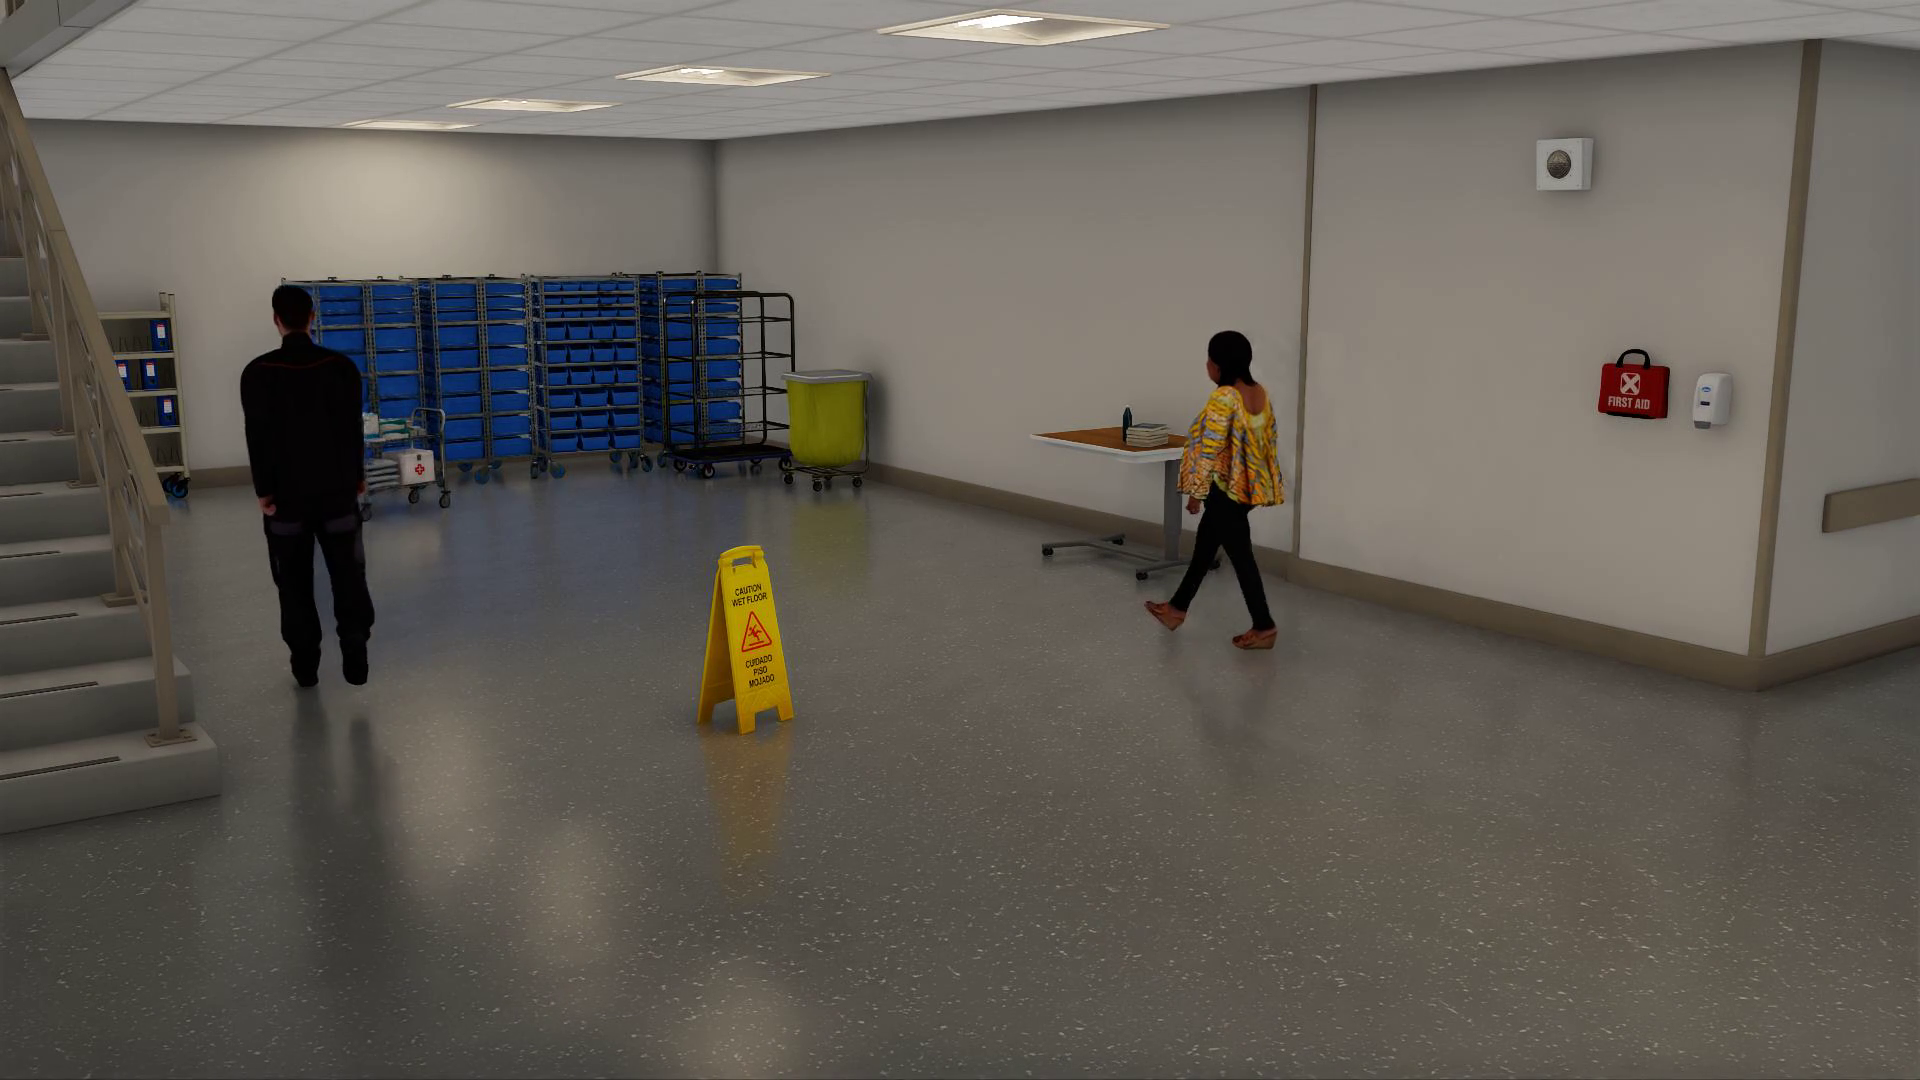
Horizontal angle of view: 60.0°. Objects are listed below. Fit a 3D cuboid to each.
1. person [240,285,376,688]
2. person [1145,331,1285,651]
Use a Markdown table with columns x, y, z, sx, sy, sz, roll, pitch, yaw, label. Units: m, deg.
| x | y | z | sx | sy | sz | roll | pitch | yaw | label |
| --- | --- | --- | --- | --- | --- | --- | --- | --- | --- |
| -2.985 | -0.214 | 7.709 | 0.770 | 1.898 | 1.063 | -6 | 12 | -28 | person |
| 1.449 | -0.216 | 8.465 | 1.124 | 1.620 | 0.961 | 6 | 12 | 28 | person |
